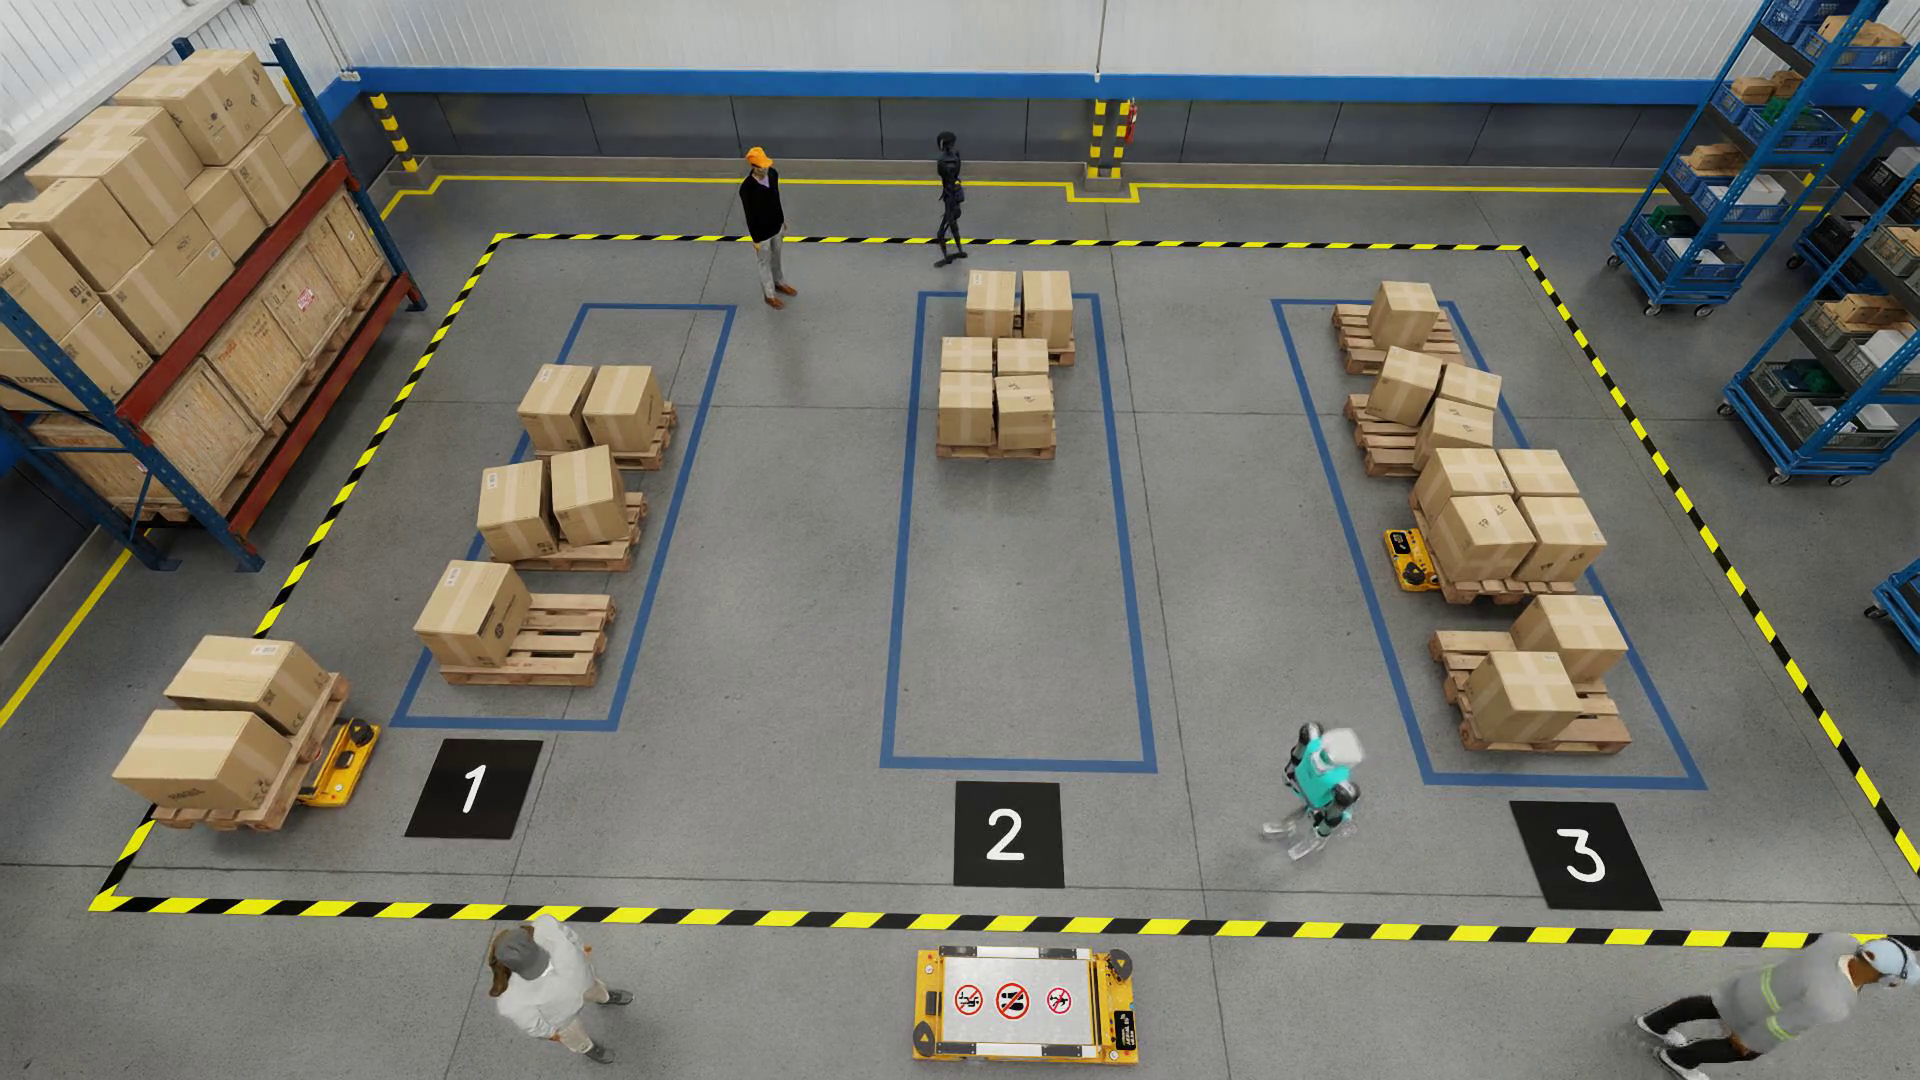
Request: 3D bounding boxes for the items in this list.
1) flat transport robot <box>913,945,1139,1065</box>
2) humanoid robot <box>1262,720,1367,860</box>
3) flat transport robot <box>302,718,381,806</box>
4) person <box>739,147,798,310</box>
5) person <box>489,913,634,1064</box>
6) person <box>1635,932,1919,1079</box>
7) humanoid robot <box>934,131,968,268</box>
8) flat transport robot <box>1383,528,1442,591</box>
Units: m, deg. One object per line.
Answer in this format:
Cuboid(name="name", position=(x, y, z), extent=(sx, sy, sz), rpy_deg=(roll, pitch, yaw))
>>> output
Cuboid(name="flat transport robot", position=(0.422, 3.041, 6.007), extent=(1.431, 0.231, 0.659), rpy_deg=(1, 51, 1))
Cuboid(name="humanoid robot", position=(2.495, 1.659, 6.106), extent=(0.737, 1.686, 0.534), rpy_deg=(-13, 52, -10))
Cuboid(name="flat transport robot", position=(-5.355, 1.698, 7.084), extent=(1.431, 0.197, 0.652), rpy_deg=(1, 51, 1))
Cuboid(name="person", position=(-2.152, -3.508, 10.303), extent=(0.385, 1.884, 0.585), rpy_deg=(23, 54, 18))
Cuboid(name="person", position=(-2.337, 2.630, 5.375), extent=(0.402, 1.764, 0.572), rpy_deg=(6, 51, 4))
Cuboid(name="person", position=(4.679, 2.682, 5.299), extent=(0.519, 1.819, 0.624), rpy_deg=(29, 56, 21))
Cuboid(name="humanoid robot", position=(-0.123, -4.045, 10.876), extent=(0.453, 1.642, 0.613), rpy_deg=(-7, 51, -6))
Cuboid(name="flat transport robot", position=(4.689, 0.155, 8.342), extent=(1.431, 0.197, 0.652), rpy_deg=(1, 51, 1))
